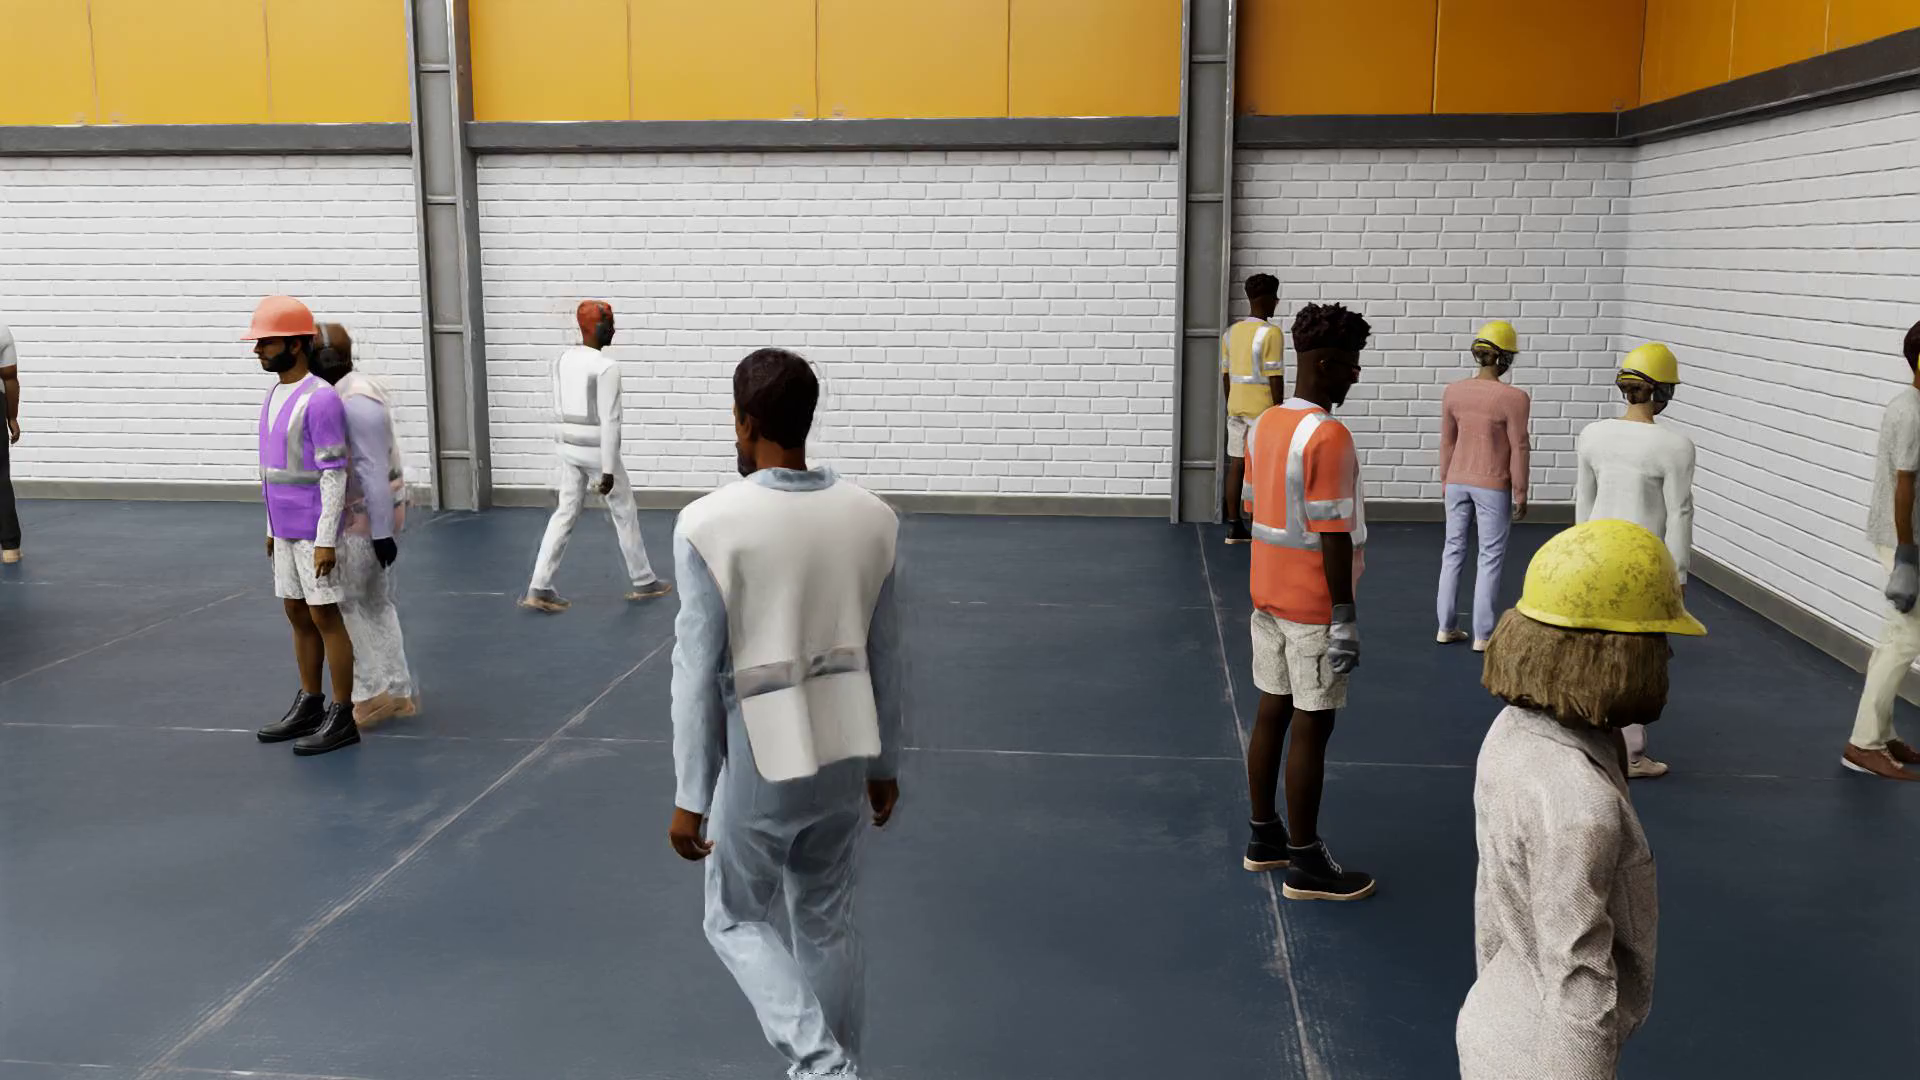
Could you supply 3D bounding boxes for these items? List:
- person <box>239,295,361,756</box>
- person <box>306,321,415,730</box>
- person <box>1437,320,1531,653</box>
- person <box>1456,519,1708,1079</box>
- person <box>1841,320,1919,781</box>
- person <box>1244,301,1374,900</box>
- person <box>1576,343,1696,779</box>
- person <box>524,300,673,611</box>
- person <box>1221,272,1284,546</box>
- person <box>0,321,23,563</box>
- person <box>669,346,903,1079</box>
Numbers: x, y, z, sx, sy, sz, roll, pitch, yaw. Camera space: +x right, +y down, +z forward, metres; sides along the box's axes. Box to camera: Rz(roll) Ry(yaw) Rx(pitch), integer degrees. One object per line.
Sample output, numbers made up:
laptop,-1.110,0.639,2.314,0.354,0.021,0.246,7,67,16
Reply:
person,-2.803,-0.060,7.053,0.545,1.938,0.362,9,13,41
person,-2.713,-0.059,7.378,0.522,1.818,0.647,-6,11,-29
person,2.782,-0.279,8.829,0.344,1.758,0.532,-8,13,-38
person,0.912,0.828,2.529,0.315,1.741,0.494,1,10,7
person,3.870,0.024,6.775,0.325,1.870,0.536,5,11,28
person,1.154,0.199,5.504,0.377,1.959,0.604,-3,10,-15
person,2.726,0.083,6.750,0.345,1.756,0.518,-7,12,-35
person,-2.191,-0.505,9.889,0.575,1.844,0.978,8,12,37
person,2.116,-0.922,11.901,0.370,1.967,0.602,-5,11,-29
person,-6.727,-0.839,11.213,0.688,2.000,0.536,-7,12,-36
person,-0.353,0.522,3.797,0.631,1.907,0.529,-9,13,-42
